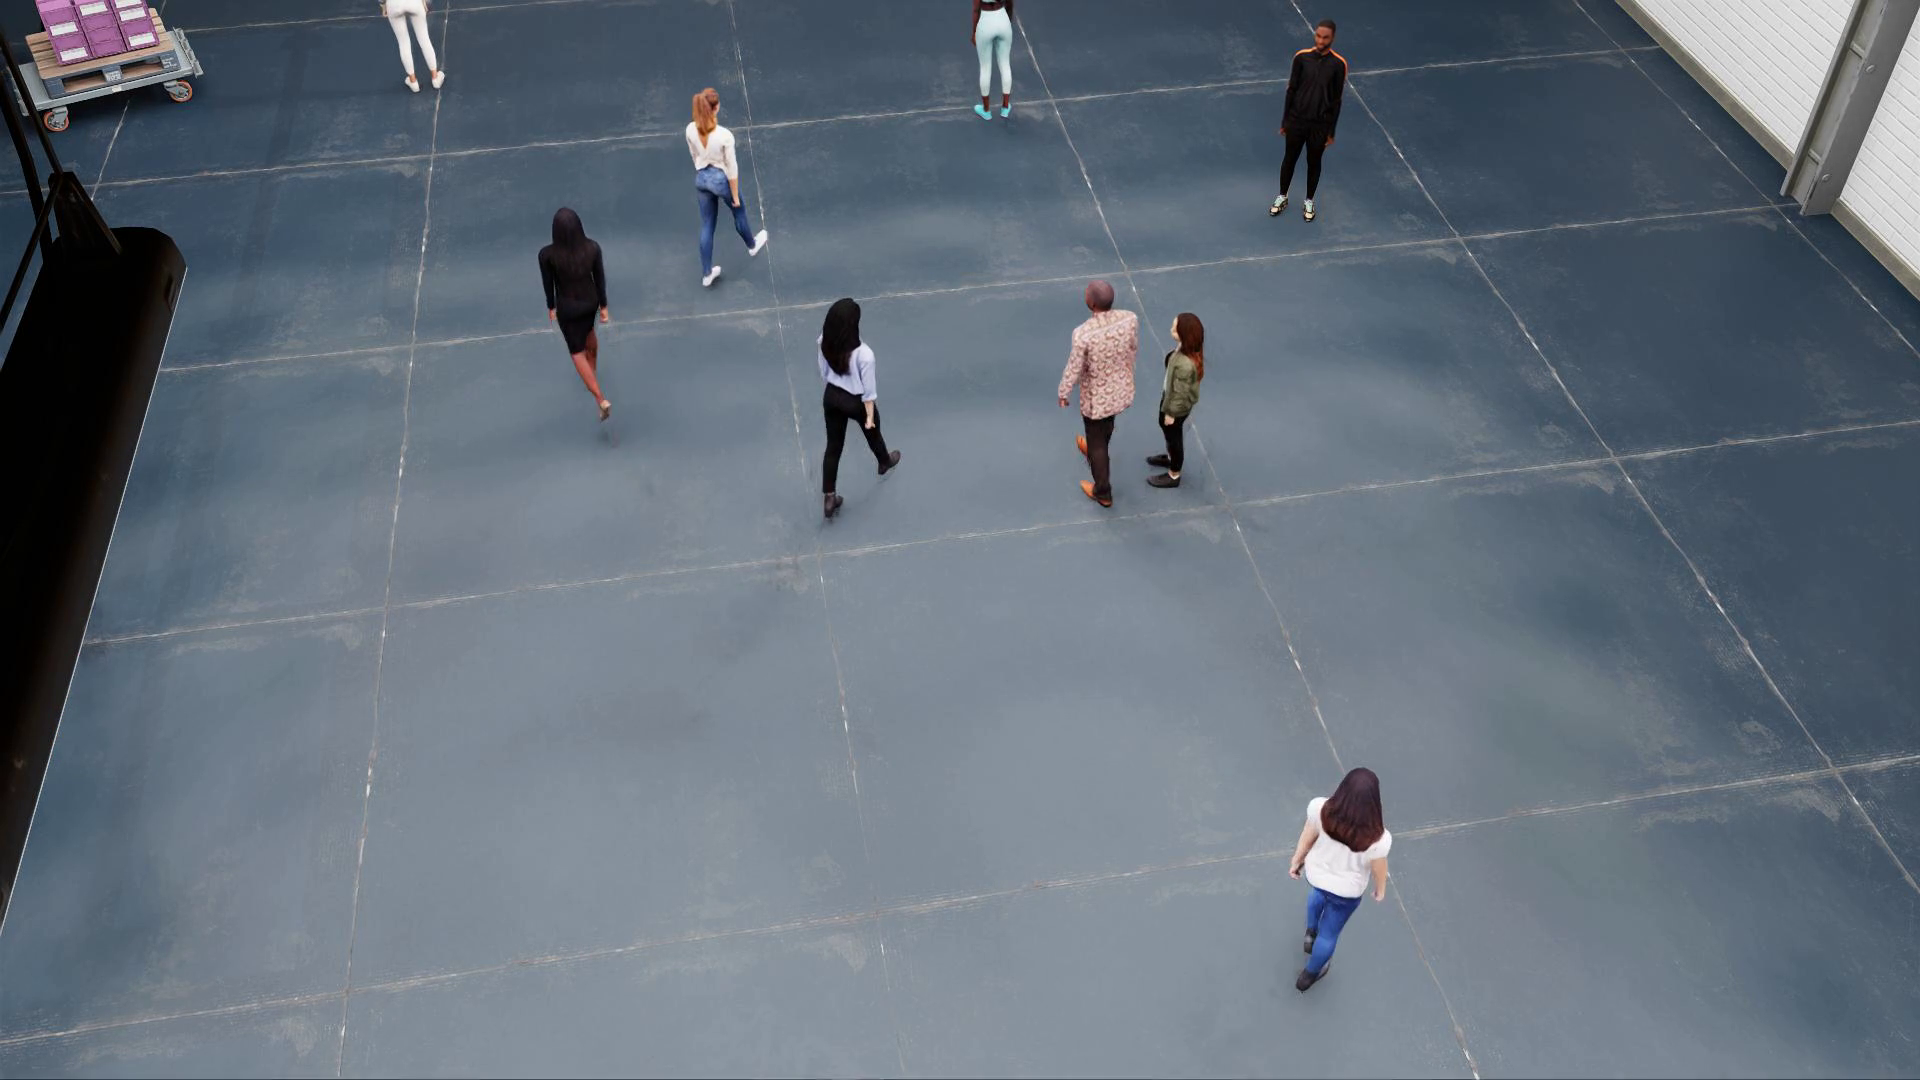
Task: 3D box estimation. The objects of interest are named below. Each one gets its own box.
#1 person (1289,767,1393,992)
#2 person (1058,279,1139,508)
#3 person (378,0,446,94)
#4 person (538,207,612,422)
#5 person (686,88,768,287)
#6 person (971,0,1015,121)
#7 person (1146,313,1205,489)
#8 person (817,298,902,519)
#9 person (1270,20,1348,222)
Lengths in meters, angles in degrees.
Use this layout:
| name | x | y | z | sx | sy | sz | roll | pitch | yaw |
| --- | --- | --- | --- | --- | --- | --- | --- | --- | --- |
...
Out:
| name | x | y | z | sx | sy | sz | roll | pitch | yaw |
| --- | --- | --- | --- | --- | --- | --- | --- | --- | --- |
| person | 1.910 | 1.840 | 8.676 | 0.813 | 1.666 | 0.874 | 27 | 50 | 26 |
| person | 1.041 | -0.973 | 11.544 | 0.898 | 1.783 | 1.045 | -22 | 48 | -22 |
| person | -5.337 | -5.128 | 15.965 | 0.632 | 1.700 | 0.546 | -12 | 45 | -12 |
| person | -2.805 | -1.658 | 12.331 | 0.860 | 1.690 | 1.182 | -20 | 47 | -20 |
| person | -2.033 | -2.842 | 13.578 | 0.979 | 1.683 | 1.120 | 18 | 46 | 18 |
| person | 0.308 | -4.780 | 15.583 | 0.596 | 1.725 | 0.564 | -13 | 45 | -13 |
| person | 1.555 | -0.976 | 11.769 | 0.709 | 1.476 | 0.577 | 4 | 44 | 5 |
| person | -0.824 | -0.879 | 11.504 | 1.053 | 1.703 | 1.157 | 21 | 48 | 21 |
| person | 3.013 | -3.619 | 14.303 | 0.706 | 1.808 | 0.701 | 13 | 45 | 13 |
